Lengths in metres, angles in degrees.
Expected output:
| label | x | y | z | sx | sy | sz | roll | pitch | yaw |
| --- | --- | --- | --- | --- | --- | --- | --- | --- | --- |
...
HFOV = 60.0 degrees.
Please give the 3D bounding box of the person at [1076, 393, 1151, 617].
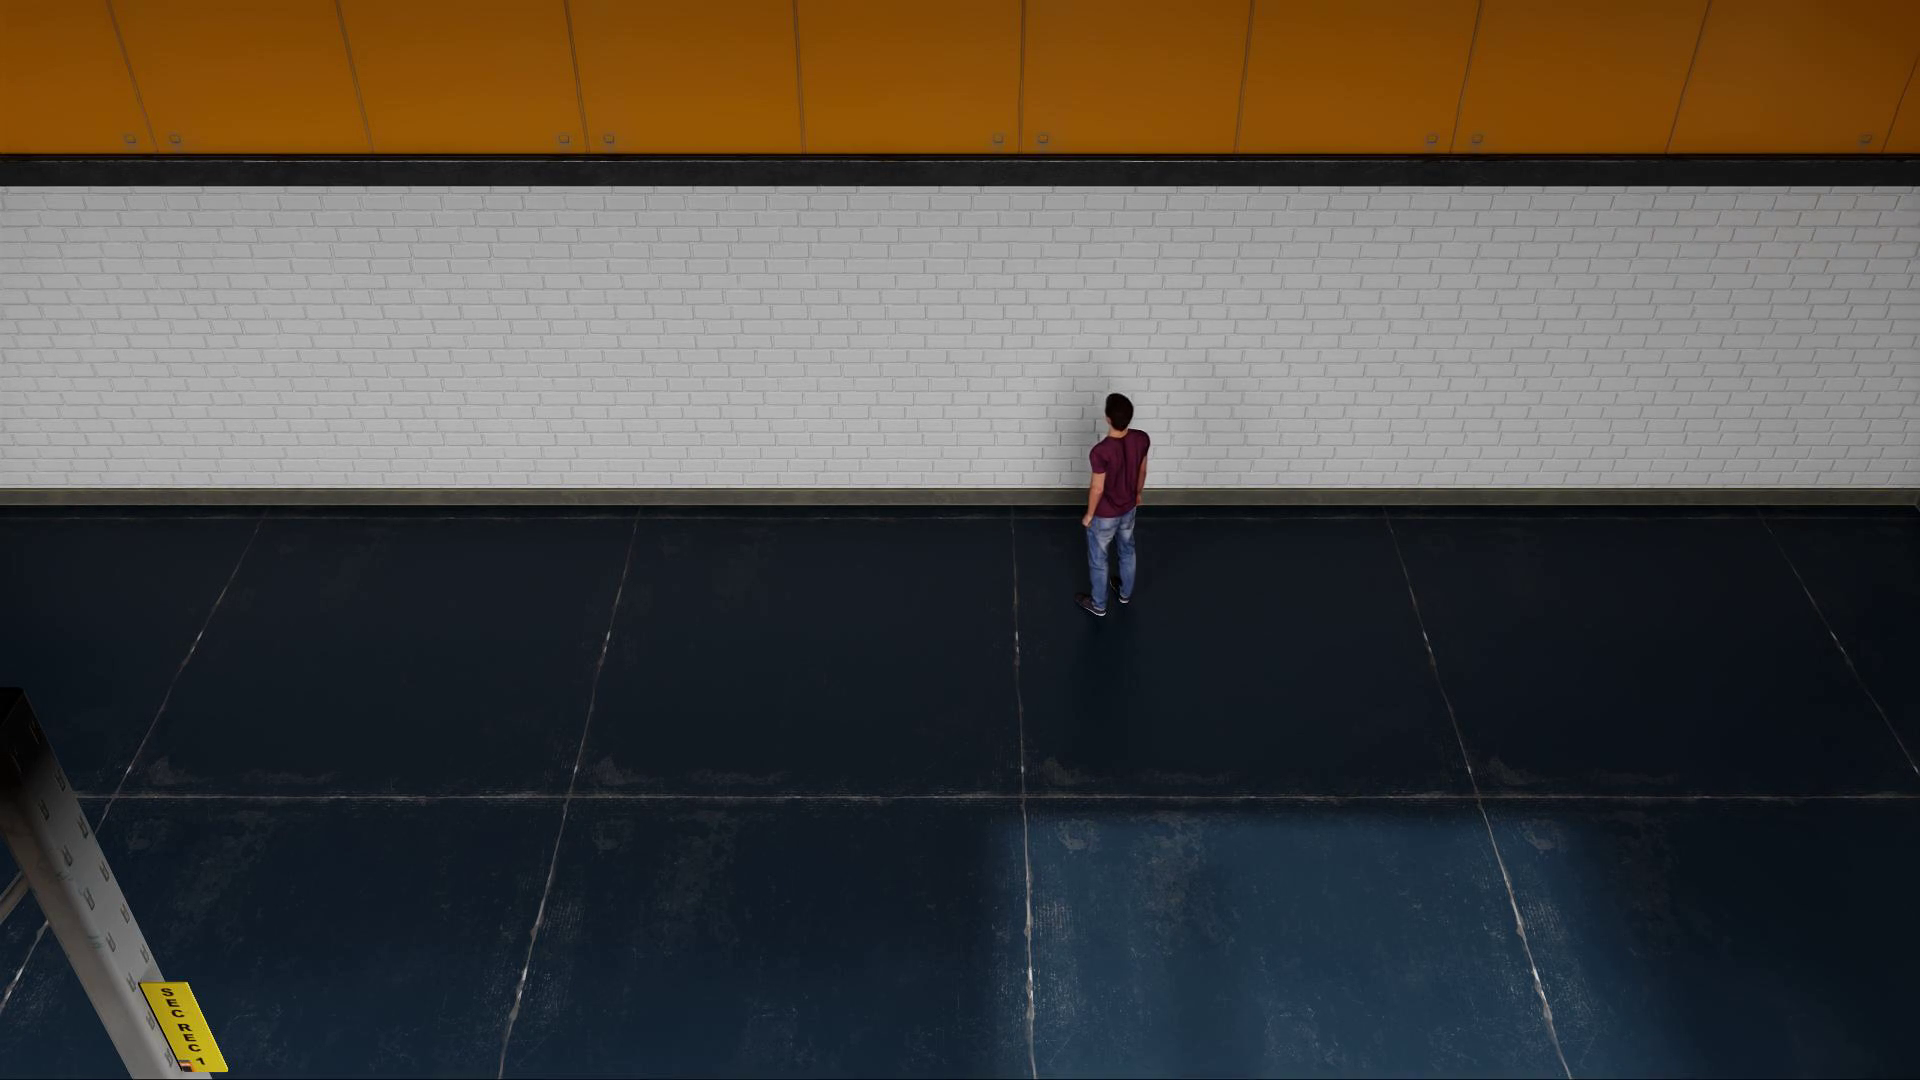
| label | x | y | z | sx | sy | sz | roll | pitch | yaw |
| --- | --- | --- | --- | --- | --- | --- | --- | --- | --- |
| person | 1.102 | -0.257 | 11.921 | 0.742 | 1.854 | 0.752 | -22 | 44 | -25 |
